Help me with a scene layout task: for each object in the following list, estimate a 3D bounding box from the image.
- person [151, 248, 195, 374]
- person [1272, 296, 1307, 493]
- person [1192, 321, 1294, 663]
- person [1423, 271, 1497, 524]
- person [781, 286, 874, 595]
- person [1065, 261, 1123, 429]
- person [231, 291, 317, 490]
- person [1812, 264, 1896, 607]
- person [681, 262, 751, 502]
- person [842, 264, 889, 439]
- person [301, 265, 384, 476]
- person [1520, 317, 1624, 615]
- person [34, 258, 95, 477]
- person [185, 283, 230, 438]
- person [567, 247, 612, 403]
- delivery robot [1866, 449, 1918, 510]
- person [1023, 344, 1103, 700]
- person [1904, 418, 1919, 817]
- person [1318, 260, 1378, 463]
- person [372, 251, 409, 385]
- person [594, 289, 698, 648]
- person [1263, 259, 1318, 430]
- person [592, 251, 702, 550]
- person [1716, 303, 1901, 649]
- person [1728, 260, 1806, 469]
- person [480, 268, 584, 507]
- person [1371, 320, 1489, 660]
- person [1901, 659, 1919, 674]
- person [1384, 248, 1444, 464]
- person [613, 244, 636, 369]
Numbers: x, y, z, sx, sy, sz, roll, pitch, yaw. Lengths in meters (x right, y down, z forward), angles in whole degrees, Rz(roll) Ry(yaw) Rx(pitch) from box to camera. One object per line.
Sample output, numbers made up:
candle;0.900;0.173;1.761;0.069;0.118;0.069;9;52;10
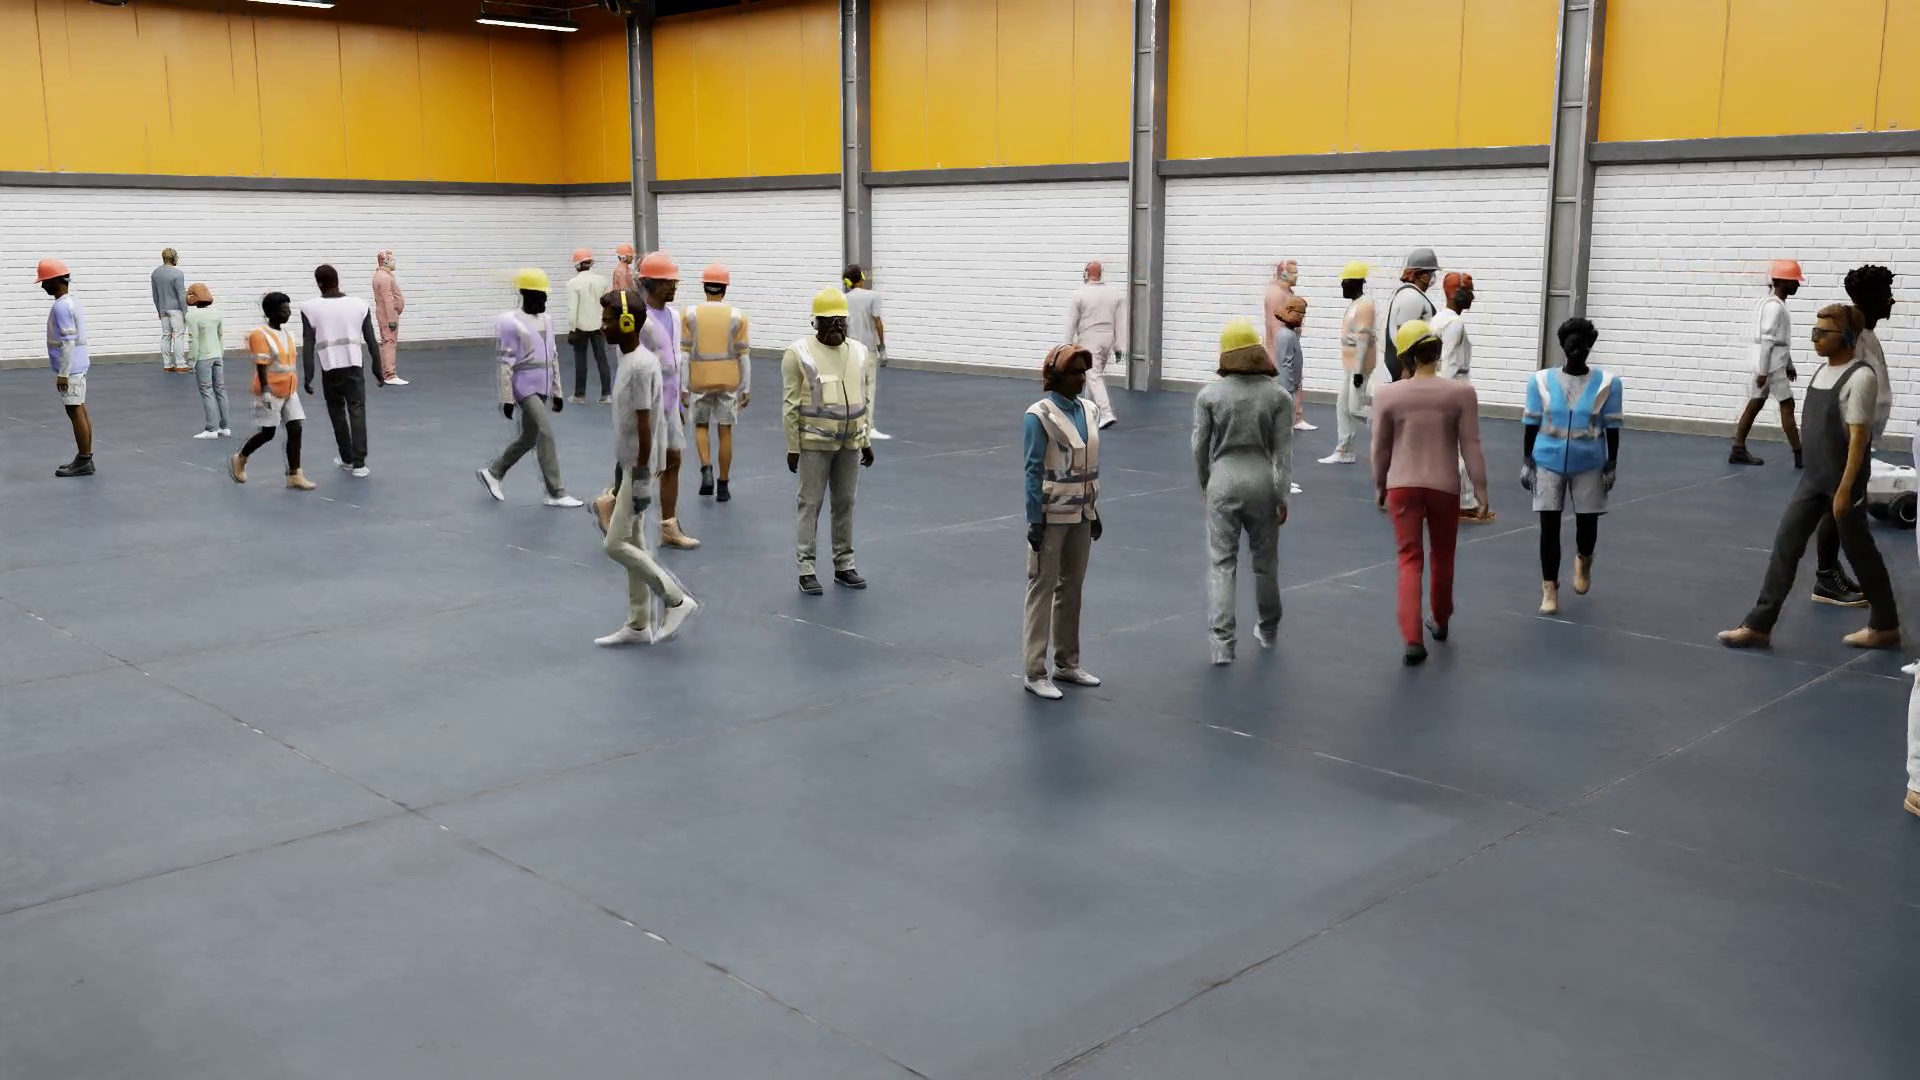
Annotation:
person;-12.143;-3.525;25.642;0.635;1.937;0.354;5;11;24
person;2.732;-1.212;13.864;0.279;1.633;0.498;2;11;9
person;1.430;-0.245;8.435;0.508;1.691;0.738;1;10;6
person;3.688;-1.041;12.303;0.808;1.856;0.601;0;10;2
person;-0.772;-0.595;9.958;0.601;1.830;0.404;-7;13;-34
person;1.506;-2.173;18.532;0.648;1.856;1.014;-6;12;-30
person;-5.786;-1.247;13.931;0.687;1.672;0.535;3;11;17
person;5.192;-0.608;9.663;0.364;1.966;0.609;7;12;33
person;-1.957;-1.262;13.354;0.564;1.918;0.408;-1;10;-6
person;-1.062;-1.959;17.417;0.655;1.833;0.358;6;12;30
person;-5.528;-1.521;14.910;0.698;1.856;0.895;-6;12;-29
person;3.464;-0.427;9.453;0.541;1.686;0.475;4;11;23
person;-7.940;-1.526;14.771;0.368;1.929;0.542;-4;11;-20
person;-7.945;-1.883;17.523;0.280;1.632;0.501;3;11;15
person;-4.752;-2.731;21.197;0.417;1.996;0.614;10;14;43
delivery robot;6.694;-0.431;12.294;0.707;0.478;0.477;1;10;8
person;0.478;-0.093;7.744;0.308;1.639;0.523;9;13;39
person;3.734;0.121;6.024;0.627;1.845;0.429;-4;11;-19
person;3.759;-1.631;15.410;0.711;1.910;0.585;0;10;1
person;-8.169;-3.180;23.841;0.408;1.913;0.641;-5;12;-27
person;-1.668;-0.348;8.539;0.420;1.856;0.564;-3;11;-16
person;3.469;-2.132;18.230;0.851;1.876;0.643;5;12;28
person;-2.124;-0.933;11.271;0.667;2.029;0.613;4;11;20
person;4.465;-0.310;8.519;0.951;1.799;0.524;-1;10;-4
person;7.602;-1.602;15.281;0.923;1.899;0.549;4;11;22
person;-3.439;-1.206;13.161;0.928;1.890;0.593;4;11;19
person;2.394;-0.263;8.497;0.596;1.700;0.837;3;11;15
person;5.001;-0.131;8.067;0.719;1.607;0.511;-4;11;-22
person;4.016;-1.544;14.566;0.578;2.000;0.711;2;11;10
person;-5.298;-3.685;26.364;0.389;1.992;0.625;-3;11;-16
